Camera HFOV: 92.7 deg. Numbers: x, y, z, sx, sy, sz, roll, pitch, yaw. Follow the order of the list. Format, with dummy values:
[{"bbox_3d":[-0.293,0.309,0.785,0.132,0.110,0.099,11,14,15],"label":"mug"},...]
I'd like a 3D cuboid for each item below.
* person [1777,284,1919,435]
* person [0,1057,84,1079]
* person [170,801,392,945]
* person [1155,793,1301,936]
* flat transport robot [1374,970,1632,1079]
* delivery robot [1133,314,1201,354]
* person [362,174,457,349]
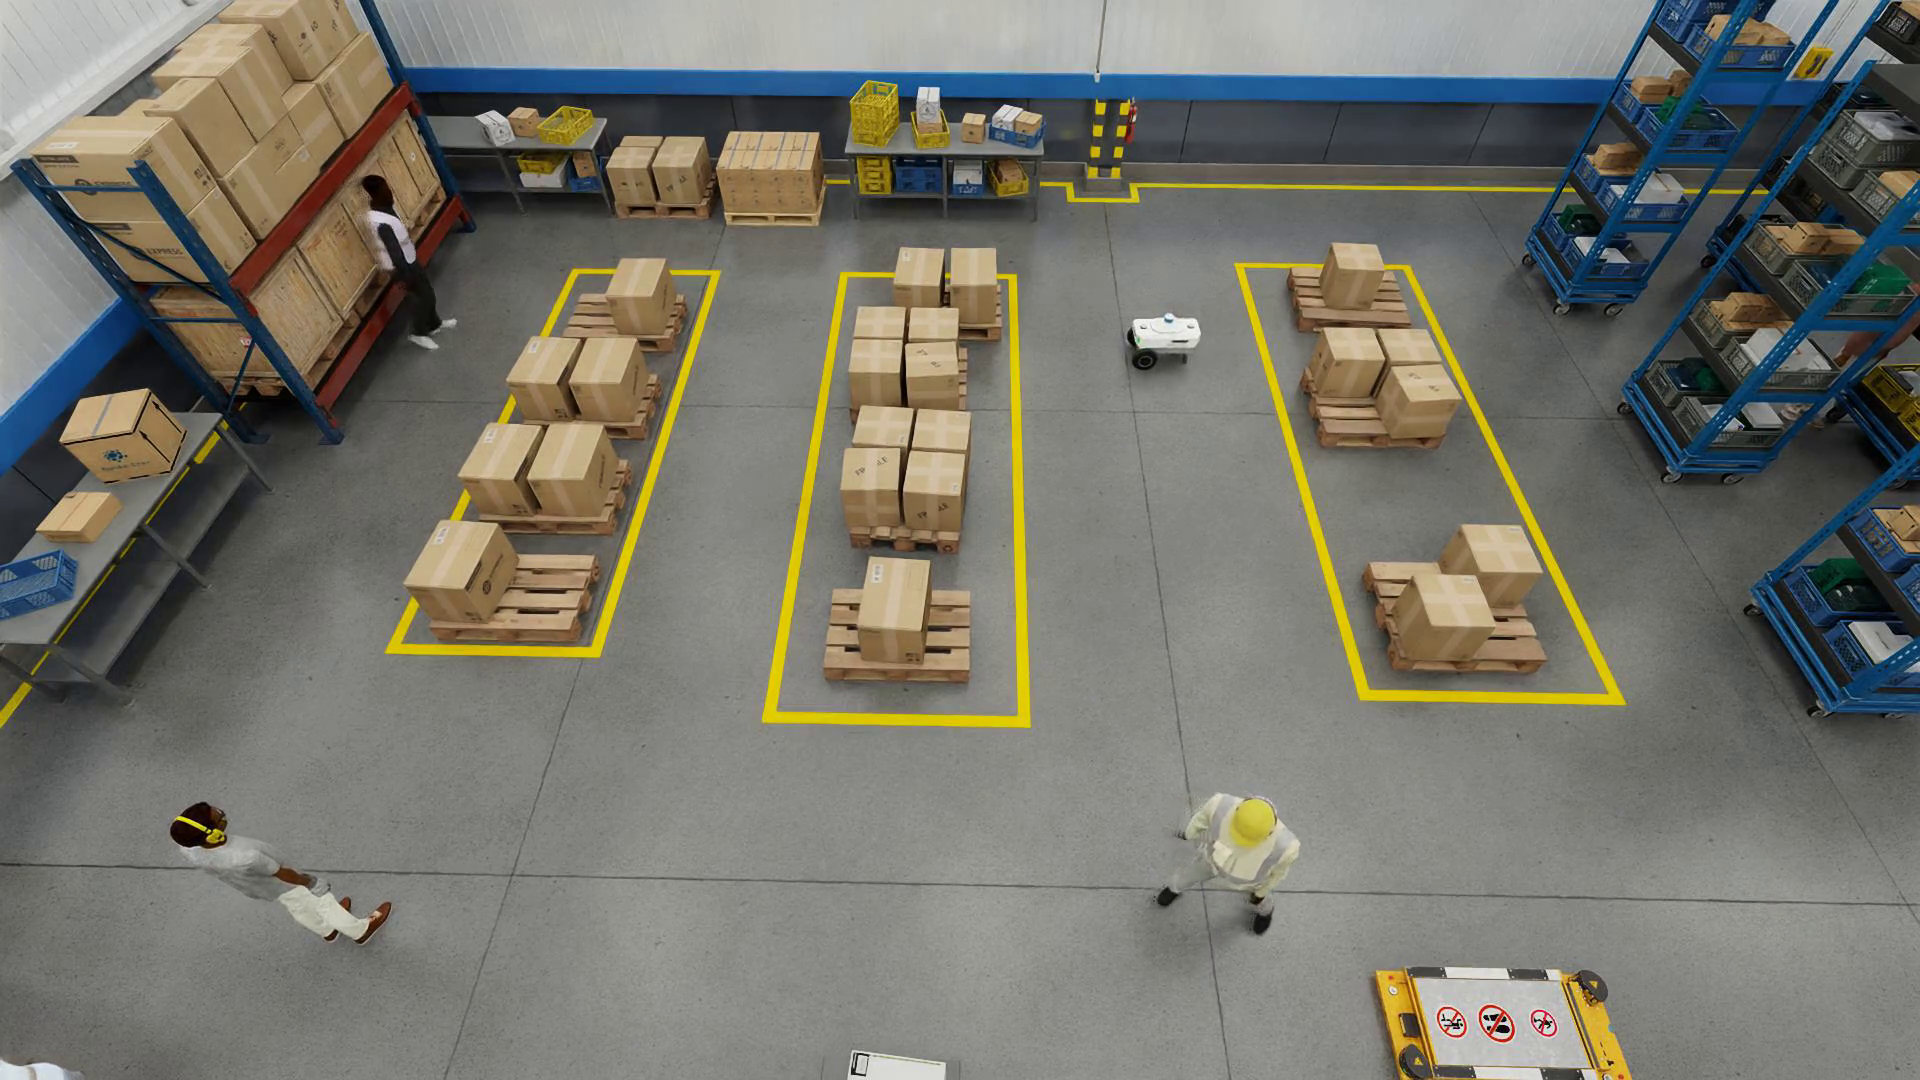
[{"bbox_3d":[8.809,-1.851,8.873,0.622,1.992,0.395,-13,52,-10],"label":"person"},{"bbox_3d":[-5.053,3.099,5.027,0.535,1.697,0.322,34,58,24],"label":"person"},{"bbox_3d":[-4.252,2.107,5.726,0.533,1.870,0.315,6,51,5],"label":"person"},{"bbox_3d":[1.786,2.044,5.835,0.769,1.791,0.526,29,57,22],"label":"person"},{"bbox_3d":[3.501,3.133,5.914,1.431,0.197,0.652,1,51,1],"label":"flat transport robot"},{"bbox_3d":[2.264,-2.261,10.071,0.707,0.478,0.477,-1,51,0],"label":"delivery robot"},{"bbox_3d":[-6.035,-2.987,9.877,0.542,1.884,0.633,-22,54,-17],"label":"person"}]
